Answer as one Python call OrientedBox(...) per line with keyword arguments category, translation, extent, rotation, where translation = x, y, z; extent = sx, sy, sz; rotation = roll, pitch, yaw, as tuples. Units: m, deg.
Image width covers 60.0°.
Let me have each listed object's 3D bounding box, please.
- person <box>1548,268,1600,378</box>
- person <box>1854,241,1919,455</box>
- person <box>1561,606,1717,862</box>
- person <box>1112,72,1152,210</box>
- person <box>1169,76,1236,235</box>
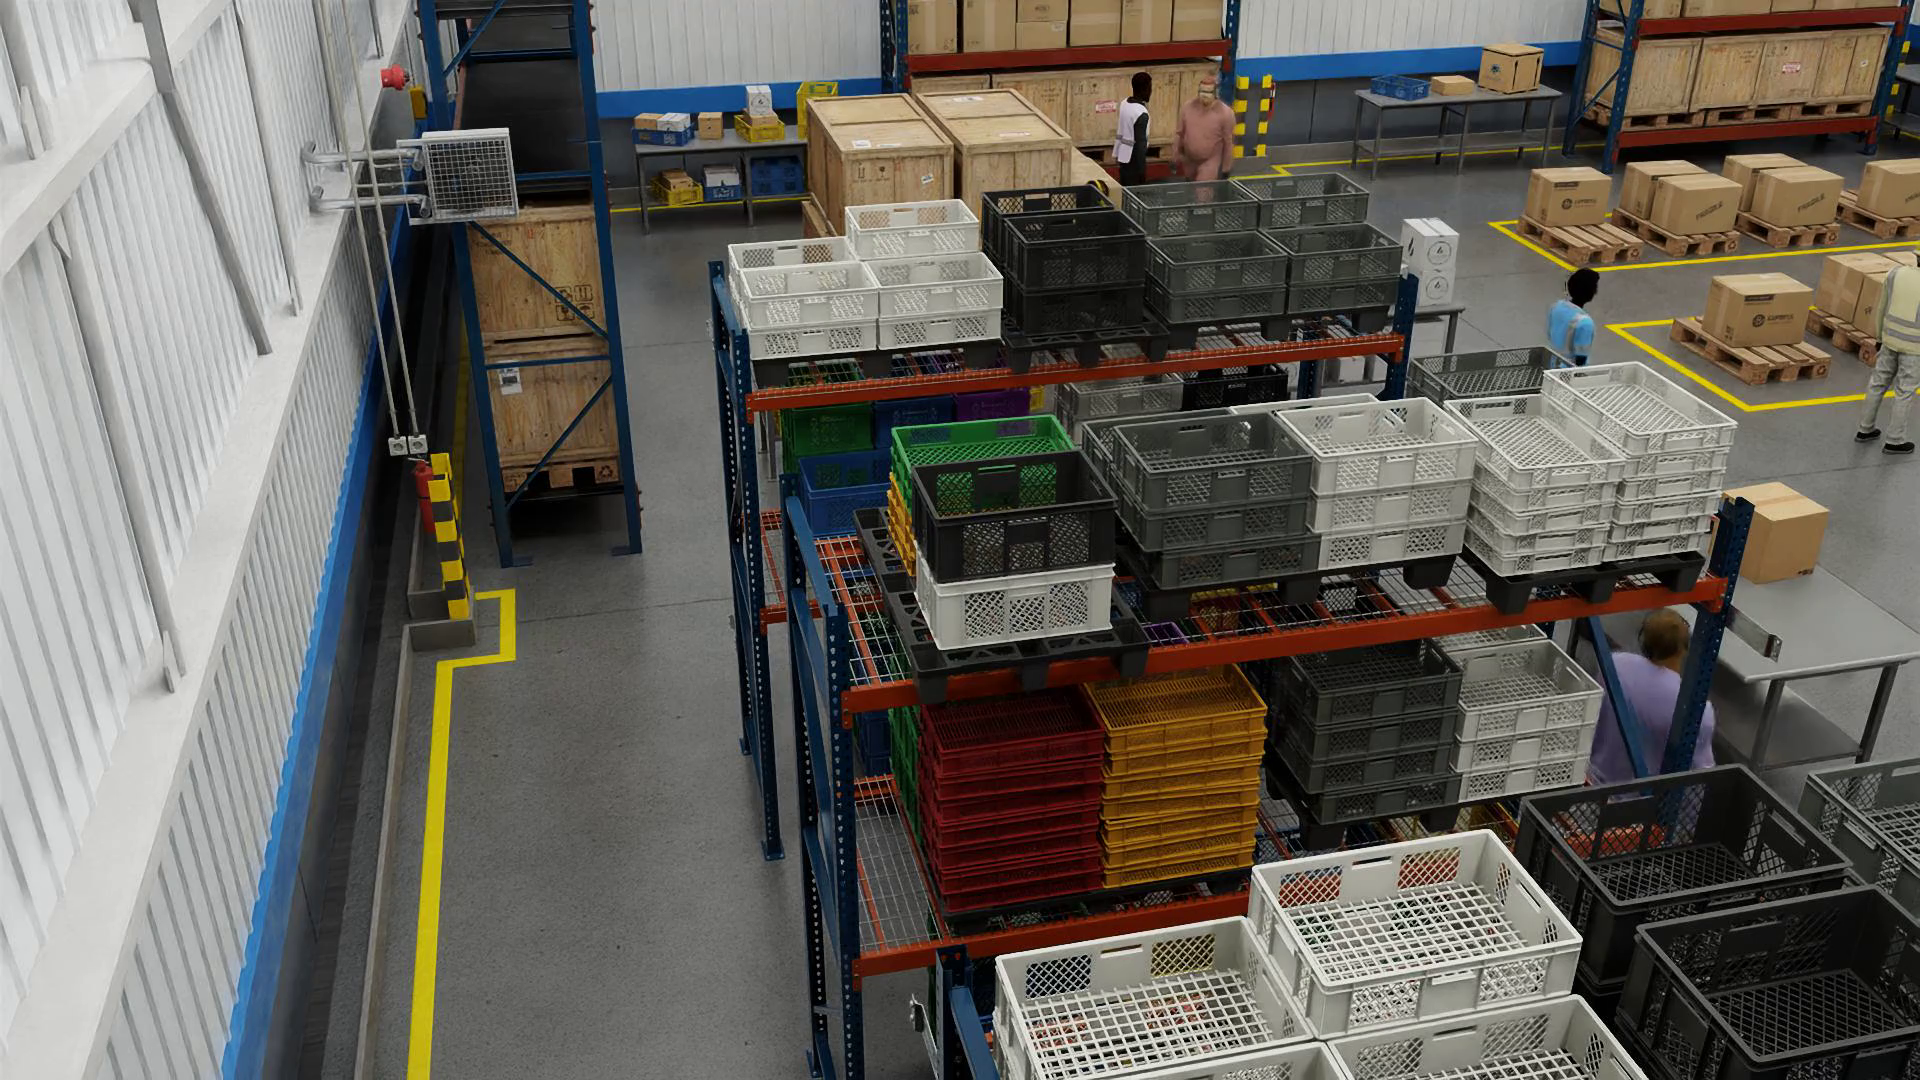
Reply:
OrientedBox(category="person", translation=(4.706, -1.300, 12.987), extent=(0.472, 1.694, 0.552), rotation=(-5, 28, -10))
OrientedBox(category="person", translation=(7.628, -1.590, 13.367), extent=(0.404, 1.837, 0.590), rotation=(-12, 30, -22))
OrientedBox(category="person", translation=(3.179, 1.224, 7.960), extent=(0.767, 1.911, 0.722), rotation=(-8, 29, -15))
OrientedBox(category="person", translation=(1.867, -4.120, 18.093), extent=(0.390, 1.911, 0.592), rotation=(-7, 29, -14))
OrientedBox(category="person", translation=(2.681, -4.182, 18.263), extent=(0.646, 1.870, 0.958), rotation=(18, 33, 30))
